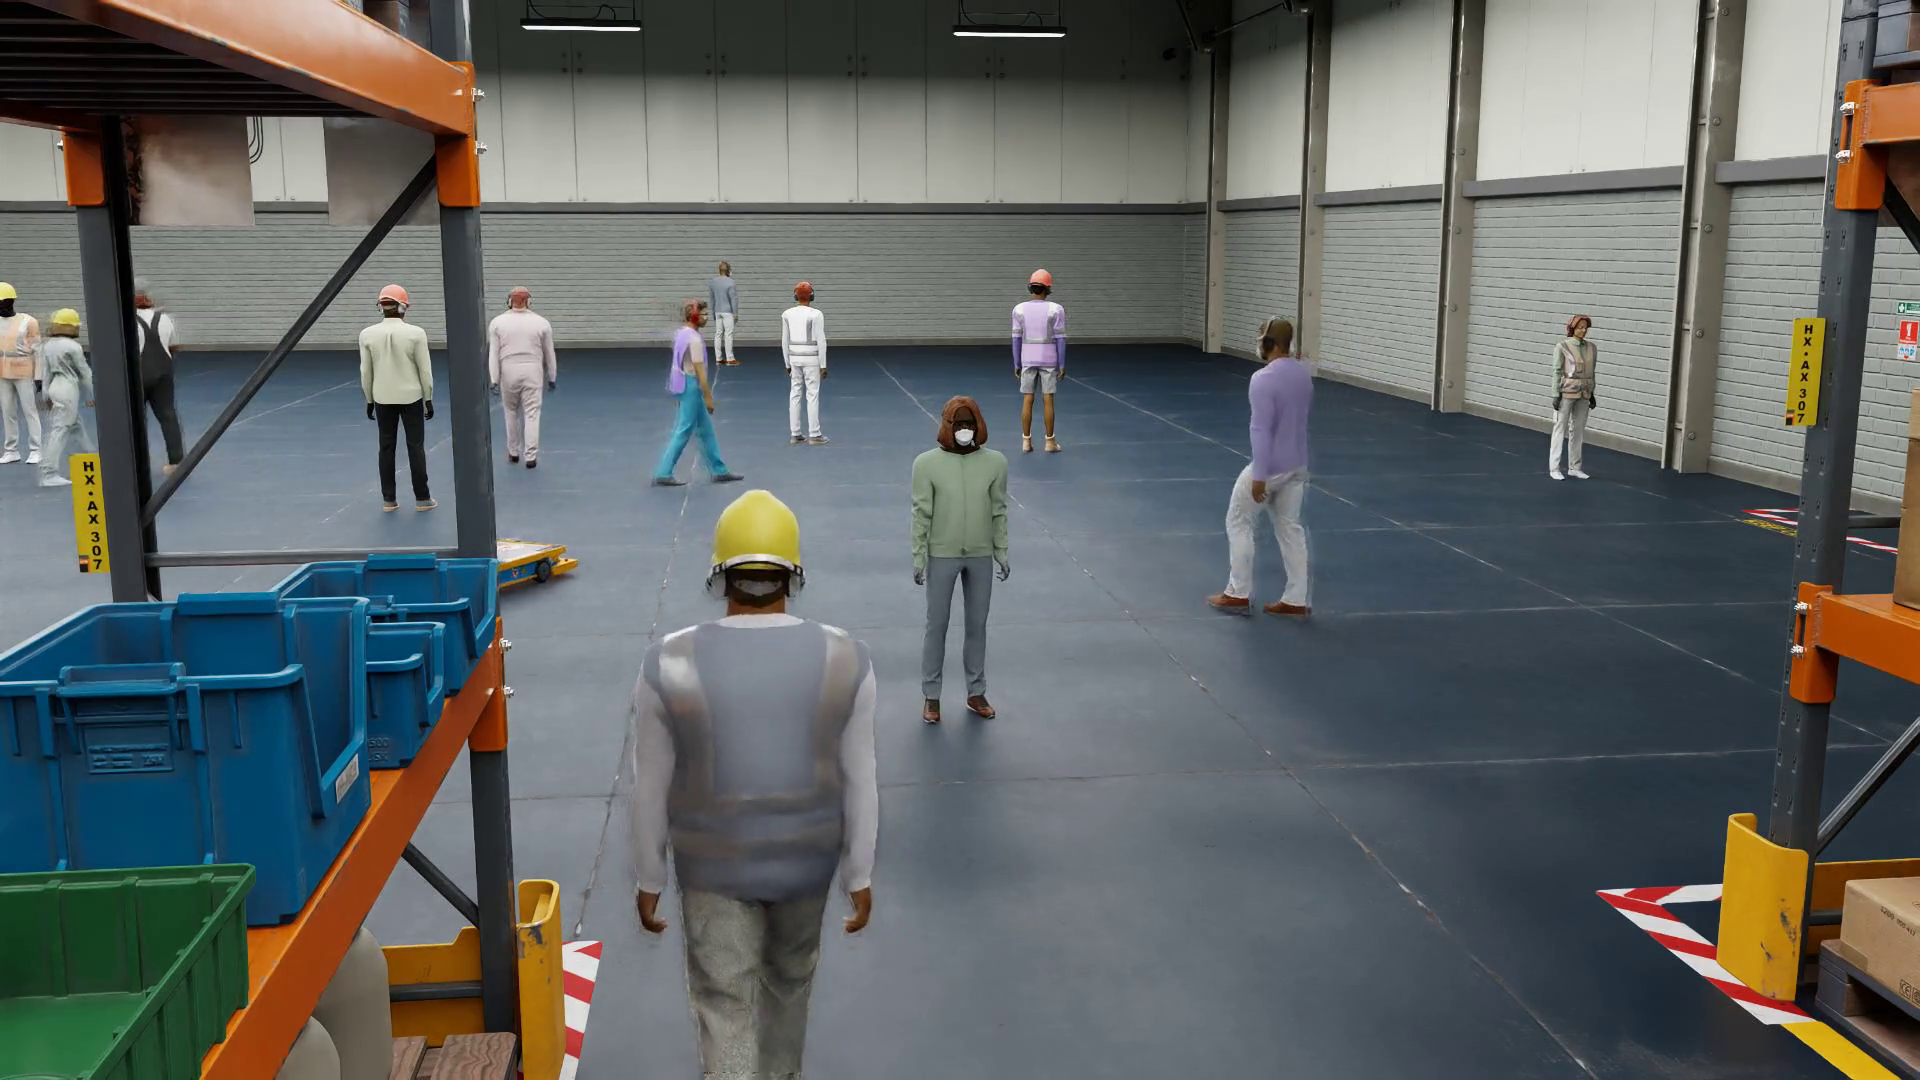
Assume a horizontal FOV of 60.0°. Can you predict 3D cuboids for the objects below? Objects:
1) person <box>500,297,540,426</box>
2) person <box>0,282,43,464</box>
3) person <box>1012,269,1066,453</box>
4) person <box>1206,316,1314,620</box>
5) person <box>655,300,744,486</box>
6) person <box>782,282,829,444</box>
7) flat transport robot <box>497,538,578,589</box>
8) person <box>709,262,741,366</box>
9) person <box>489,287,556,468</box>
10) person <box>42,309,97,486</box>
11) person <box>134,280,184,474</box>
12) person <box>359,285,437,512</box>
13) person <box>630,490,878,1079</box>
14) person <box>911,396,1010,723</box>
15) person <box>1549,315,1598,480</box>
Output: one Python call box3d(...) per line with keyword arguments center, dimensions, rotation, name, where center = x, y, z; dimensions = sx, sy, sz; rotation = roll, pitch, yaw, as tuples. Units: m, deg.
box3d(center=(-5.593, -2.271, 21.065), dimensions=(0.541, 1.695, 0.315), rotation=(0, 10, 1), name="person")
box3d(center=(-10.024, -1.756, 17.609), dimensions=(0.594, 1.924, 0.383), rotation=(0, 10, 2), name="person")
box3d(center=(0.888, -1.982, 18.533), dimensions=(0.611, 2.043, 0.375), rotation=(3, 11, 16), name="person")
box3d(center=(1.901, -0.456, 10.535), dimensions=(0.799, 1.906, 0.657), rotation=(9, 14, 42), name="person")
box3d(center=(-2.574, -1.423, 16.151), dimensions=(0.894, 1.800, 0.581), rotation=(-3, 11, -18), name="person")
box3d(center=(-1.792, -2.050, 19.342), dimensions=(0.582, 1.884, 0.351), rotation=(6, 12, 28), name="person")
box3d(center=(-3.313, 0.203, 11.413), dimensions=(0.652, 0.197, 1.431), rotation=(4, 11, 22), name="flat transport robot")
box3d(center=(-4.404, -4.236, 31.174), dimensions=(0.636, 1.937, 0.358), rotation=(7, 13, 34), name="person")
box3d(center=(-4.617, -1.725, 17.592), dimensions=(0.680, 1.860, 0.949), rotation=(-3, 11, -14), name="person")
box3d(center=(-8.652, -1.407, 16.303), dimensions=(0.486, 1.699, 0.908), rotation=(6, 12, 31), name="person")
box3d(center=(-8.325, -1.687, 16.919), dimensions=(1.057, 2.000, 0.696), rotation=(7, 12, 32), name="person")
box3d(center=(-4.922, -1.236, 14.599), dimensions=(0.611, 1.985, 0.393), rotation=(-1, 10, -3), name="person")
box3d(center=(-0.492, 0.780, 4.059), dimensions=(0.599, 1.803, 0.834), rotation=(-3, 11, -14), name="person")
box3d(center=(0.004, 0.094, 8.274), dimensions=(0.507, 1.632, 0.267), rotation=(-3, 11, -16), name="person")
box3d(center=(6.094, -1.413, 16.520), dimensions=(0.523, 1.639, 0.306), rotation=(-4, 11, -20), name="person")
